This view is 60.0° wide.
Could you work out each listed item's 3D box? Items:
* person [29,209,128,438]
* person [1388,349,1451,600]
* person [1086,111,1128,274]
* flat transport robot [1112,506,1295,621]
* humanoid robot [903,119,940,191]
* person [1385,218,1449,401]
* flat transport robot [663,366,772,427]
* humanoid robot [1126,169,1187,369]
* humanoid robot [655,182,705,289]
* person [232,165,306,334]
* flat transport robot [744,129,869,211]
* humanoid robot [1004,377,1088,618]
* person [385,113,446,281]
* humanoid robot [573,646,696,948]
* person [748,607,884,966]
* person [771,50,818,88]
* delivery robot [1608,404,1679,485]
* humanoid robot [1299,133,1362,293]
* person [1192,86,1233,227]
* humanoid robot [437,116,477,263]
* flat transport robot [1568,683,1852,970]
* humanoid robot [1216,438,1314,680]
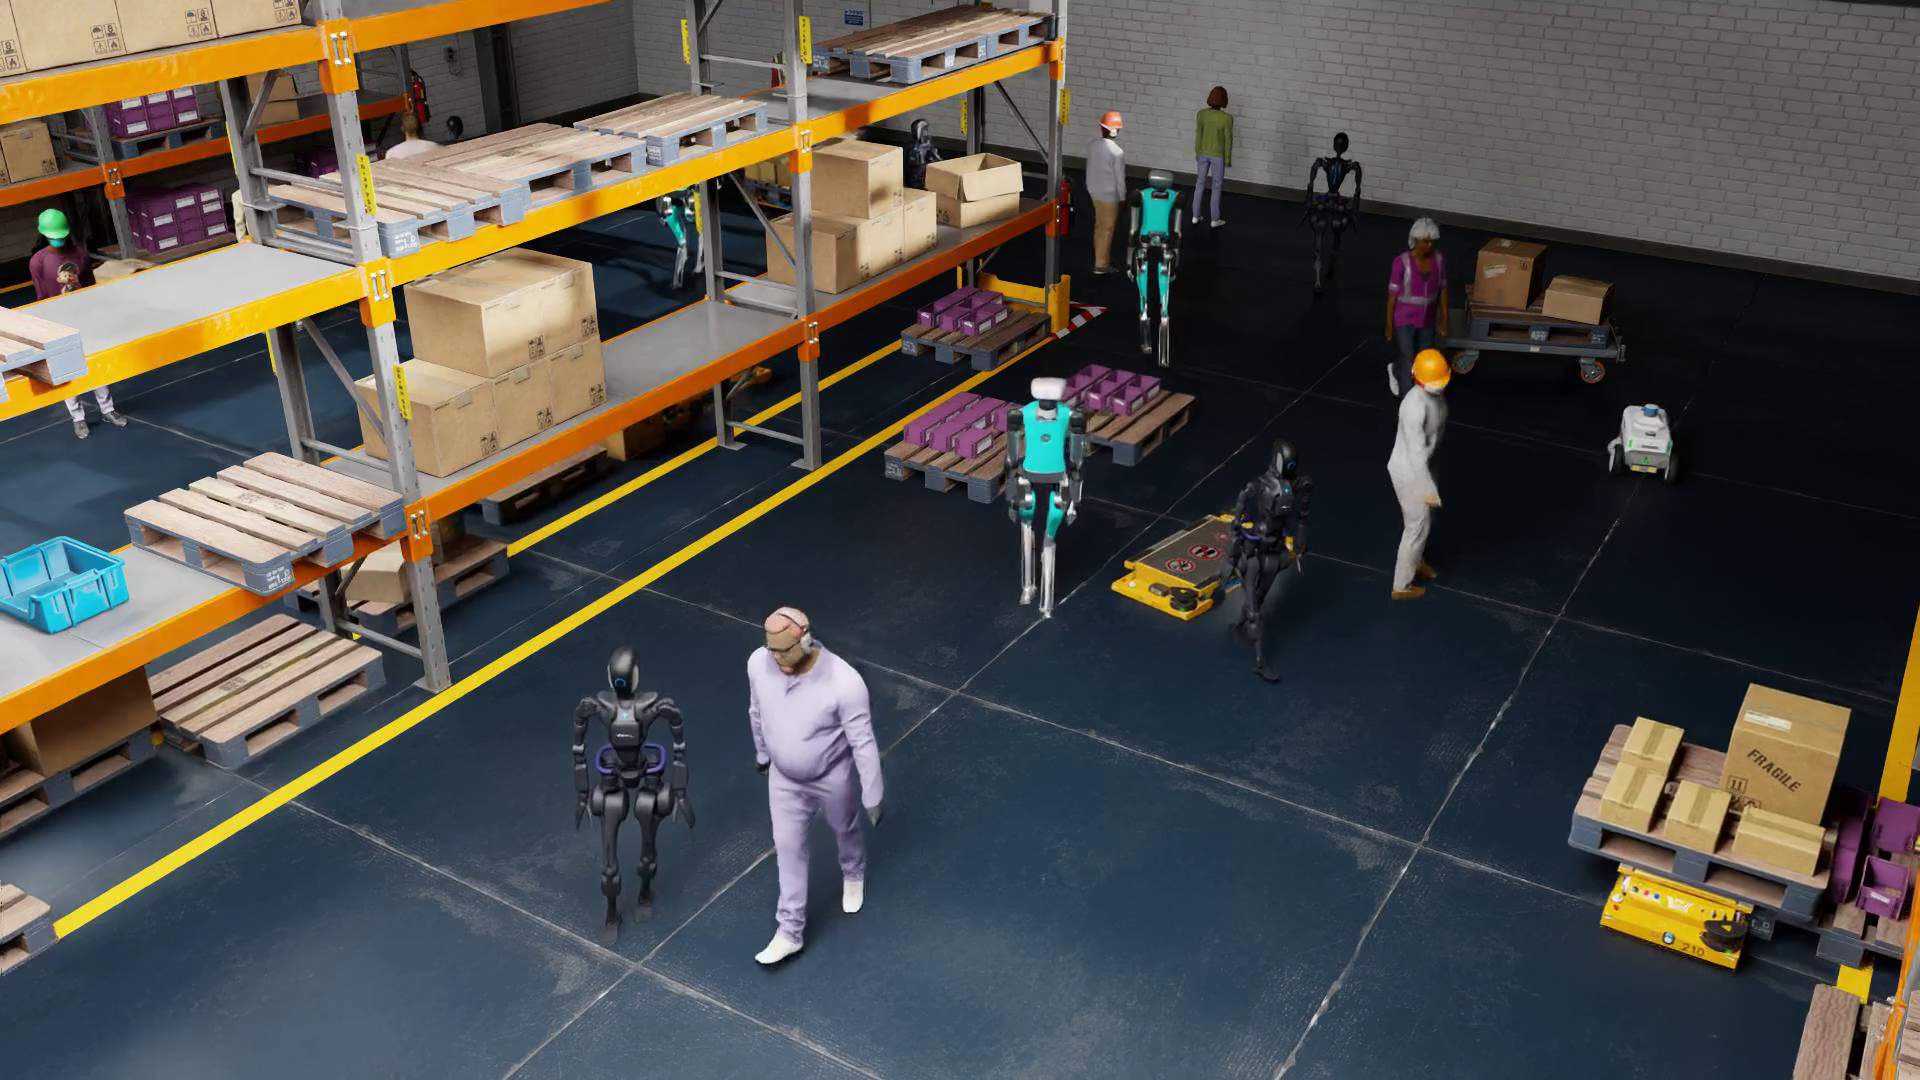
[{"bbox_3d":[-7.437,-1.839,13.977,0.436,1.942,0.489,22,34,37],"label":"person"},{"bbox_3d":[3.164,-0.485,11.411,0.406,1.837,0.641,15,30,26],"label":"person"},{"bbox_3d":[1.604,-3.754,17.964,0.368,1.749,0.576,-17,32,-30],"label":"person"},{"bbox_3d":[1.785,0.152,11.899,0.659,0.231,1.431,23,35,38],"label":"flat transport robot"},{"bbox_3d":[-0.462,-3.730,18.012,0.610,1.631,0.696,21,34,35],"label":"humanoid robot"},{"bbox_3d":[3.879,-1.916,14.255,0.572,1.815,0.714,-6,27,-11],"label":"person"},{"bbox_3d":[-2.388,-1.373,14.904,0.659,0.231,1.431,16,31,29],"label":"flat transport robot"},{"bbox_3d":[1.834,-2.437,15.489,0.554,1.884,0.801,-1,27,-1],"label":"humanoid robot"},{"bbox_3d":[-2.902,-3.529,17.571,0.536,1.754,1.032,4,27,9],"label":"humanoid robot"},{"bbox_3d":[-6.733,-2.866,16.219,0.575,1.745,0.360,-8,28,-14],"label":"person"},{"bbox_3d":[-1.899,-4.176,20.426,1.431,0.231,0.659,20,33,34],"label":"flat transport robot"},{"bbox_3d":[0.576,-0.335,11.241,0.551,1.783,0.726,2,27,5],"label":"humanoid robot"},{"bbox_3d":[-5.549,-3.454,17.191,0.625,1.907,0.814,-9,28,-17],"label":"person"},{"bbox_3d":[-1.613,1.242,8.205,0.597,1.649,0.473,-2,27,-5],"label":"humanoid robot"},{"bbox_3d":[-0.724,1.179,8.116,0.776,1.848,0.957,10,28,18],"label":"person"},{"bbox_3d":[-2.128,-5.669,21.632,0.630,1.842,0.429,-4,27,-8],"label":"person"},{"bbox_3d":[5.529,-0.795,13.454,0.530,0.600,0.771,8,28,15],"label":"delivery robot"},{"bbox_3d":[3.894,-3.454,17.507,0.609,1.622,0.801,6,28,12],"label":"humanoid robot"},{"bbox_3d":[2.981,-4.521,19.609,0.495,1.626,0.285,20,33,34],"label":"person"},{"bbox_3d":[-5.441,-3.804,18.195,0.612,1.635,0.765,-3,27,-5],"label":"humanoid robot"},{"bbox_3d":[3.921,1.701,8.847,0.659,0.231,1.431,16,31,28],"label":"flat transport robot"},{"bbox_3d":[1.924,0.062,10.587,0.603,1.616,0.759,-10,29,-19],"label":"humanoid robot"}]
